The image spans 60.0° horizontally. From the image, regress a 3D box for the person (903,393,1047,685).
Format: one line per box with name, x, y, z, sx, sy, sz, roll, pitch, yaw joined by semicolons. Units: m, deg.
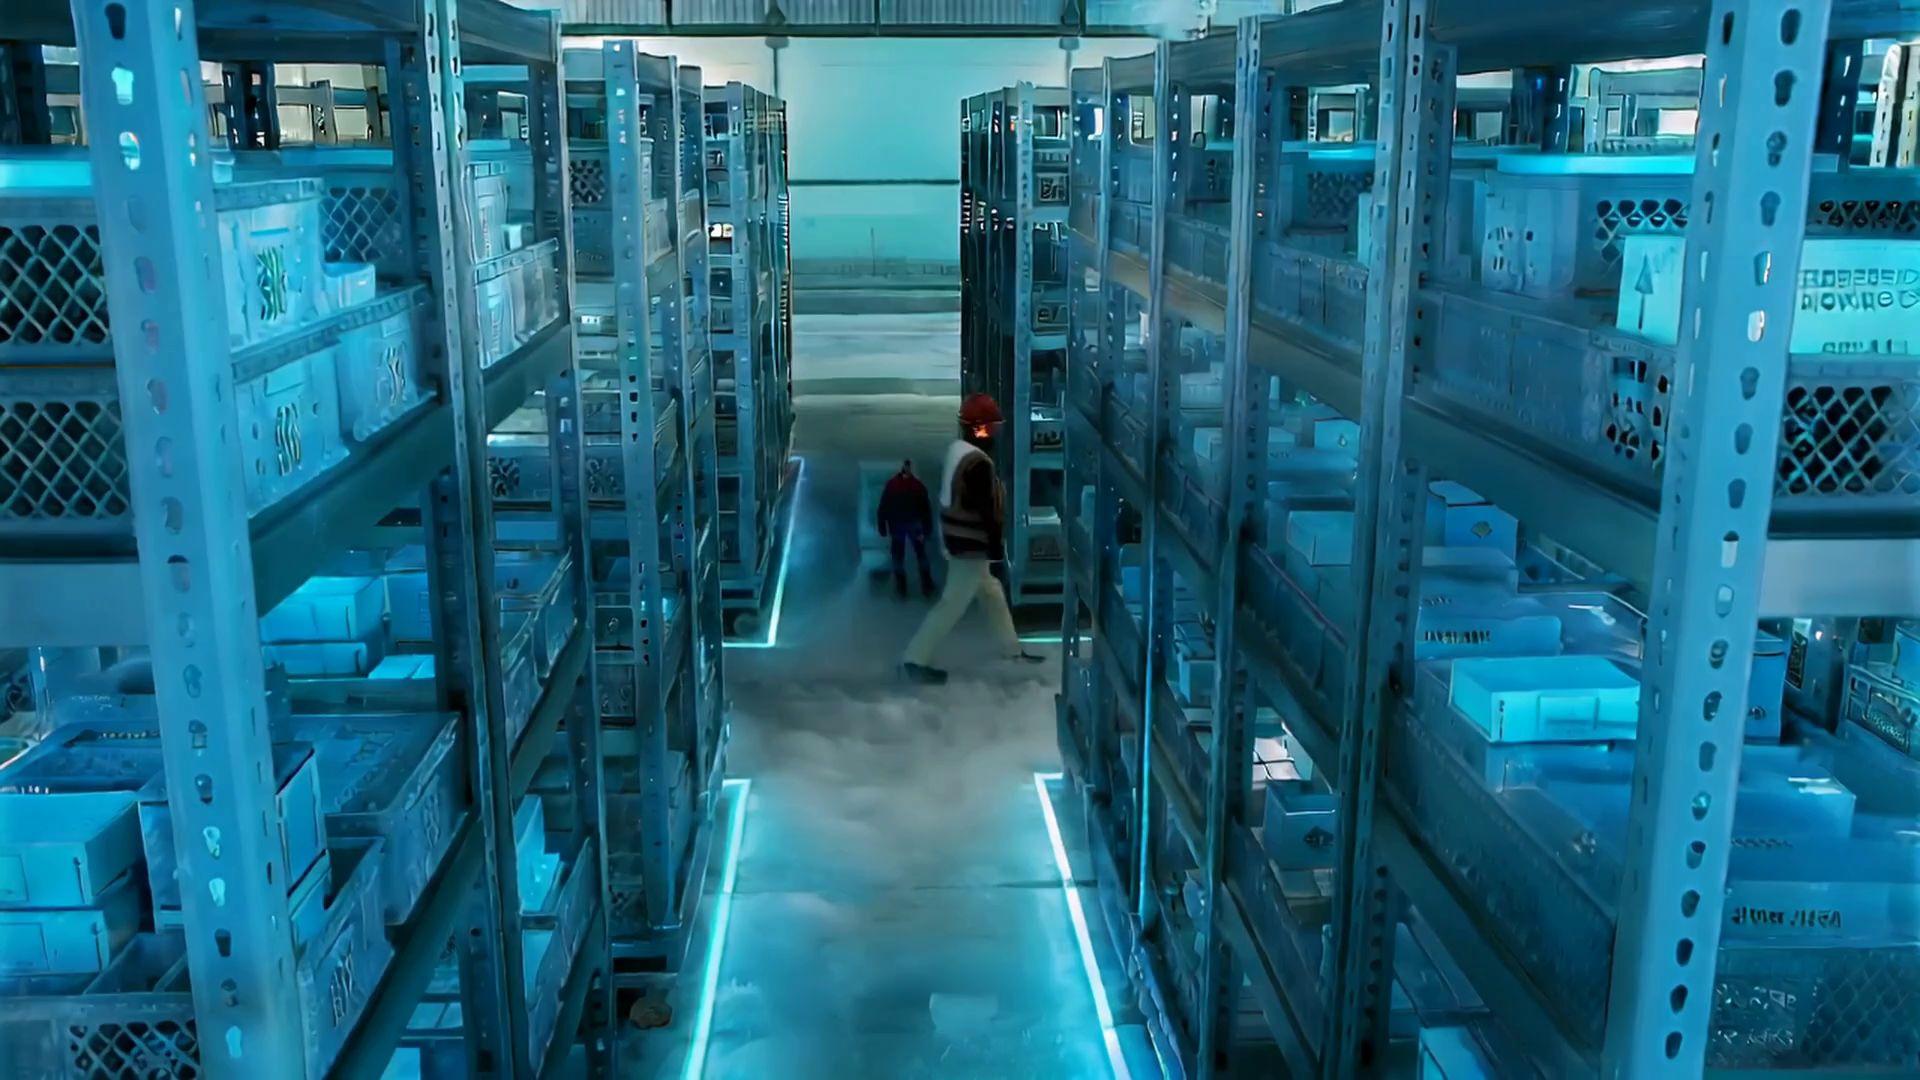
person;0.060;-0.006;10.102;0.942;1.787;0.614;-3;14;-12
